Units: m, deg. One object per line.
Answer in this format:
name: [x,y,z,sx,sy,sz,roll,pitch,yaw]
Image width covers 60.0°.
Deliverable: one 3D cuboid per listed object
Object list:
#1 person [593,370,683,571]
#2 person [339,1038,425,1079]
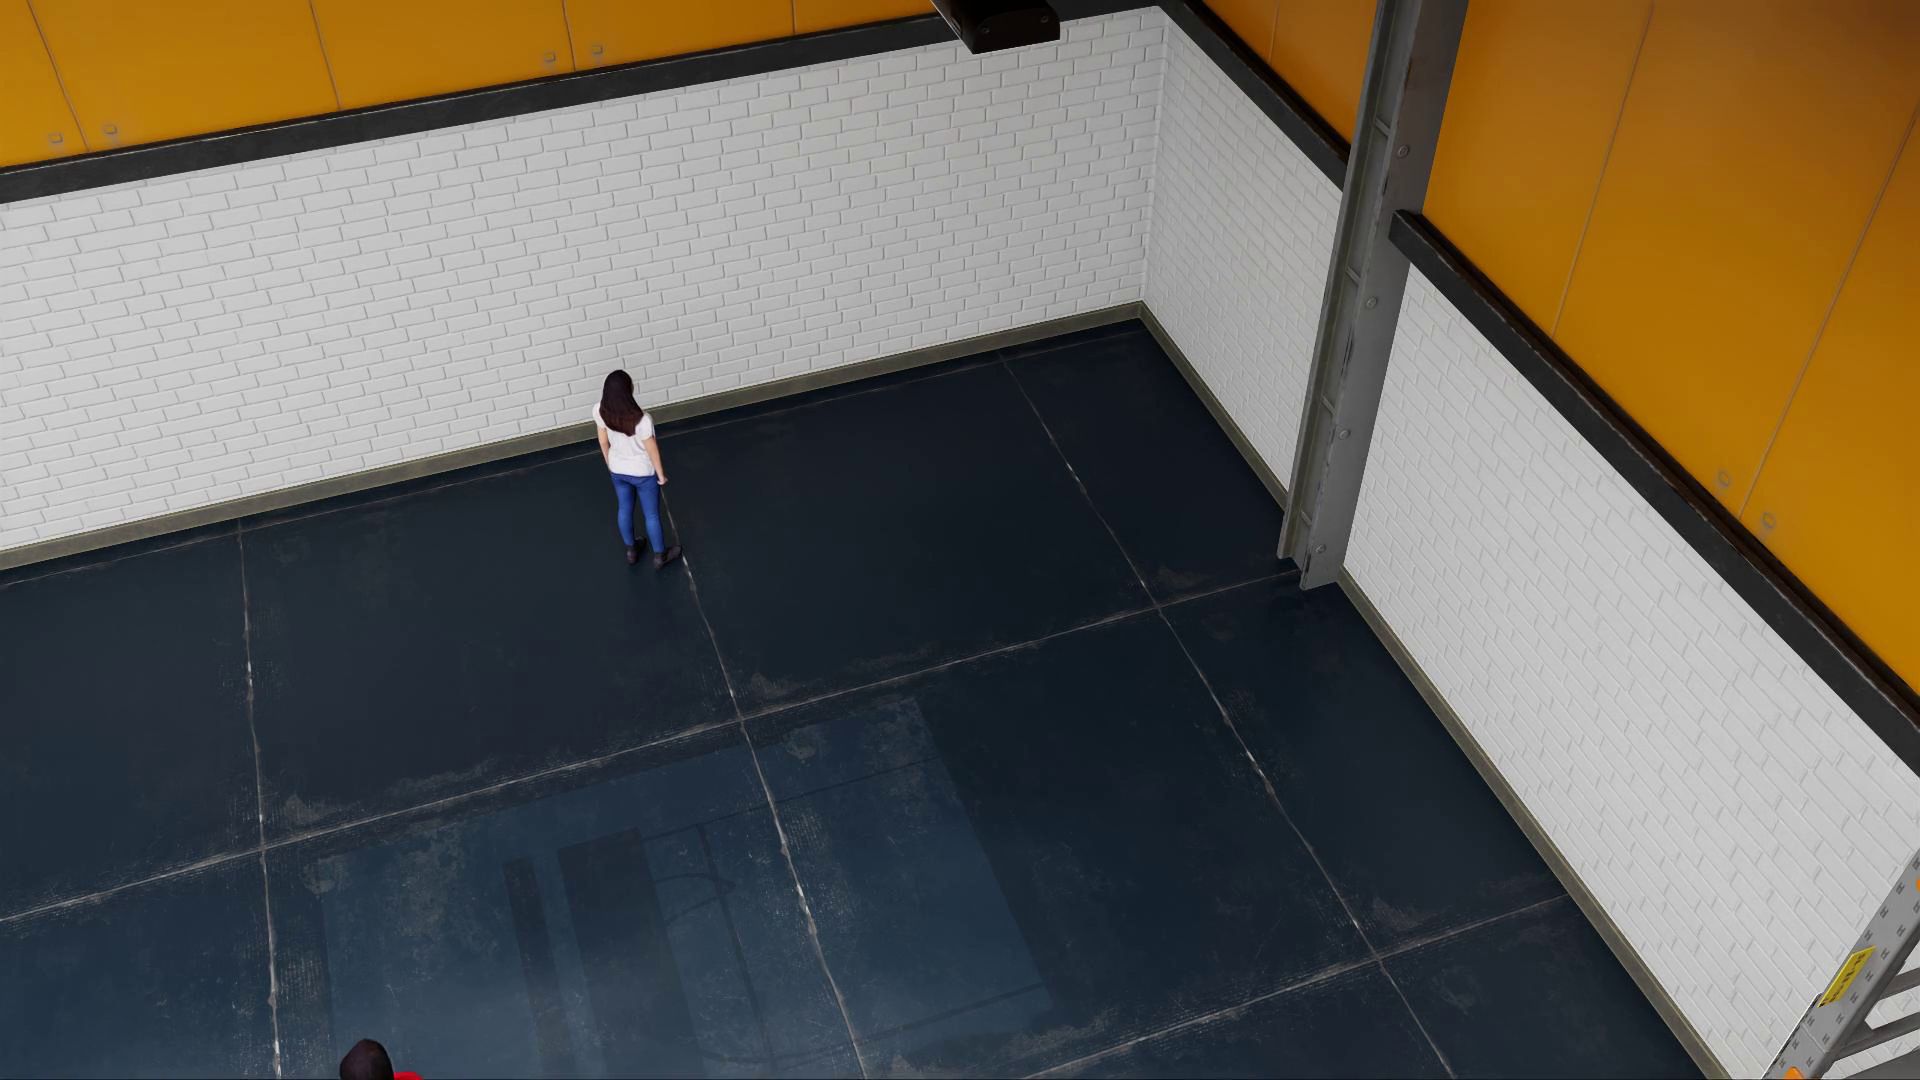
person: [-2.235,-0.467,11.390,0.677,1.685,0.722,15,46,15]
person: [-2.605,2.872,7.844,0.586,1.743,0.535,-10,44,-10]
